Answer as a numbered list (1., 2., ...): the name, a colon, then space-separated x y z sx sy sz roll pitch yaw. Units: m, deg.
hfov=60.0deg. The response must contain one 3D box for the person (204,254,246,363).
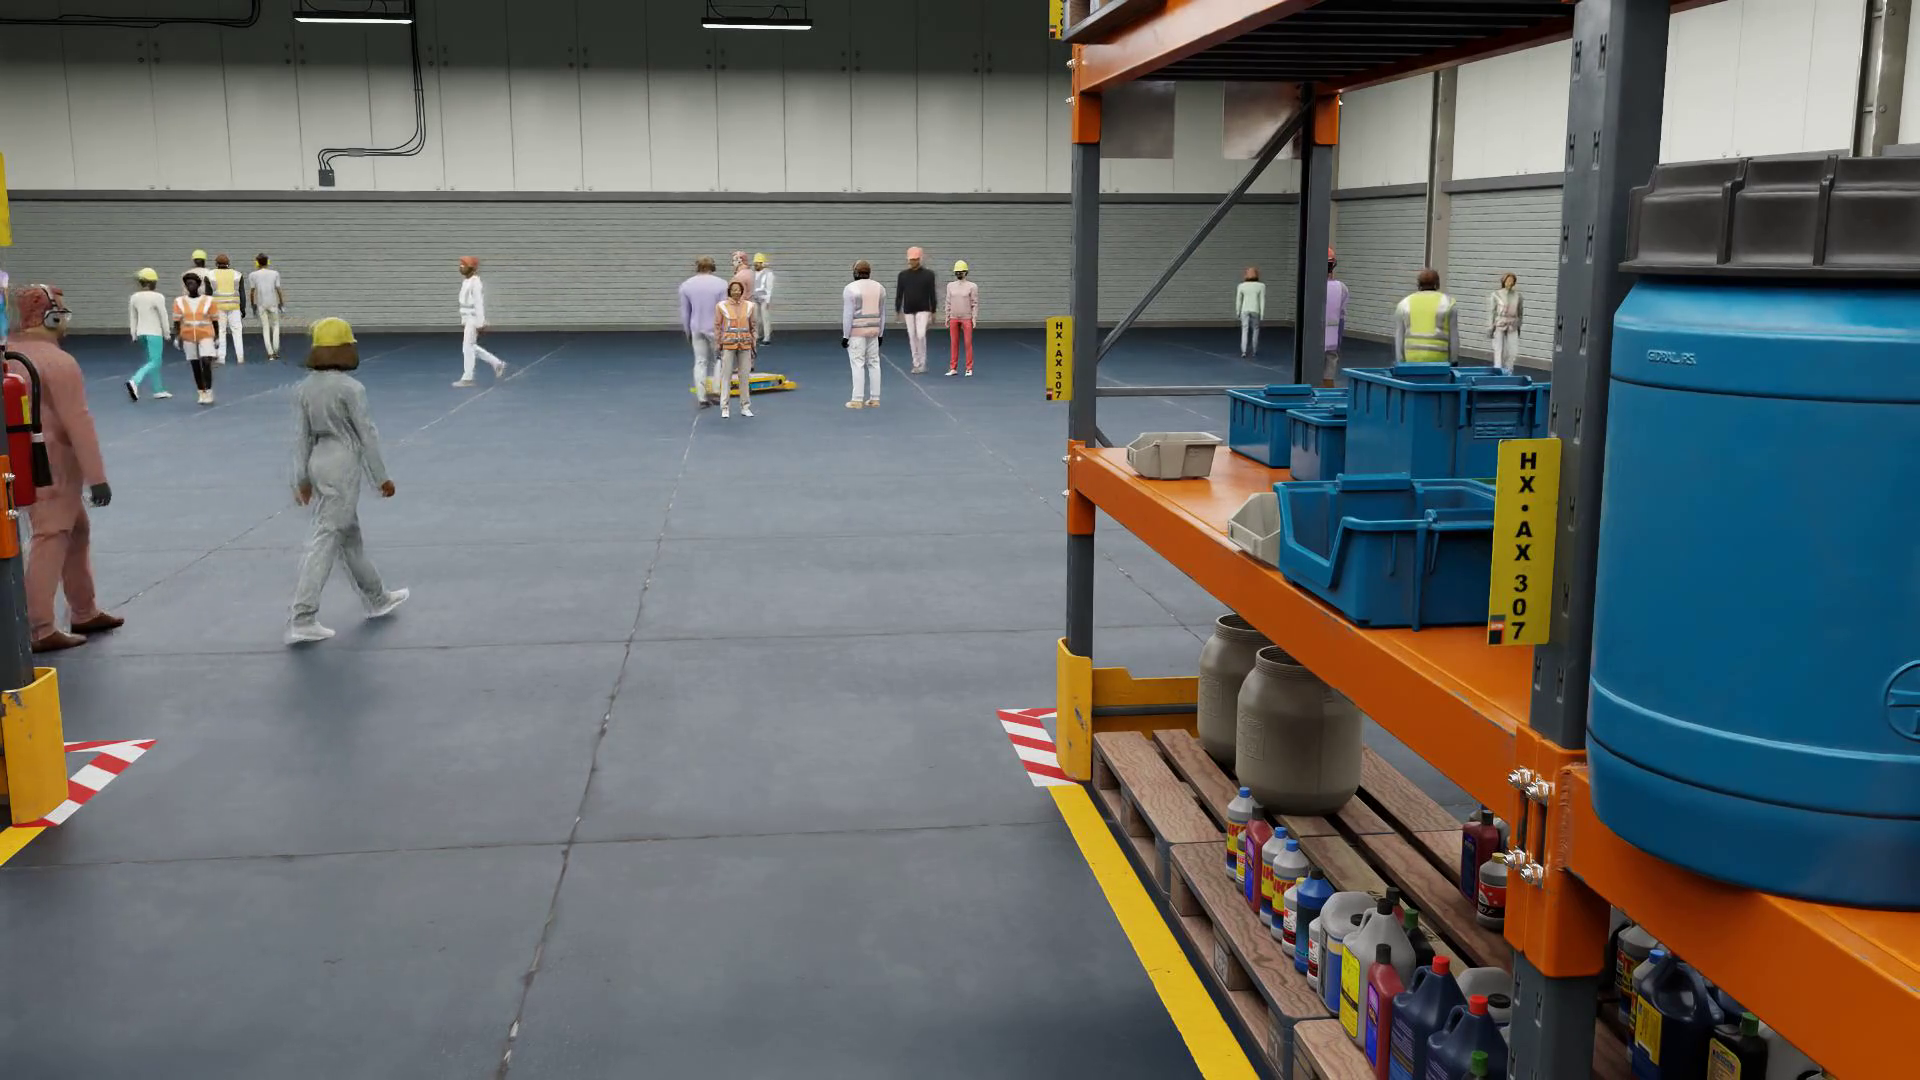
1. person: -12.420 -3.907 28.138 0.637 1.842 0.429 -6 12 -31

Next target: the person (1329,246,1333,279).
1. person: 6.745 -4.503 31.009 0.609 1.986 0.390 -8 13 -38

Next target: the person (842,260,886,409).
1. person: -1.221 -2.562 20.762 0.634 1.842 0.429 -9 14 -40

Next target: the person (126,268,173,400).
1. person: -10.621 -2.682 21.699 0.514 1.732 0.774 4 11 21

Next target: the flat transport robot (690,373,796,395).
1. flat transport robot: -2.965 -2.148 22.804 0.652 0.197 1.431 7 13 35

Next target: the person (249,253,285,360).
1. person: -12.128 -4.085 29.127 0.548 1.835 0.817 -4 11 -22

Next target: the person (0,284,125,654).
1. person: -4.622 -0.379 8.664 0.684 1.881 0.767 7 12 33

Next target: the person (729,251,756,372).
1. person: -3.445 -3.597 26.264 0.410 1.907 0.642 1 10 7

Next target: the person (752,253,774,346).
1. person: -3.902 -4.662 32.369 0.596 1.811 0.549 7 13 36

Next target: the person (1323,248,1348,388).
1. person: 3.684 -1.990 17.076 0.613 2.043 0.374 -8 13 -36

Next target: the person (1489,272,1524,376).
1. person: 7.794 -3.000 23.749 0.527 1.623 0.383 0 10 -2

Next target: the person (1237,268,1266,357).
1. person: 5.168 -4.048 29.616 0.515 1.586 0.865 3 11 17

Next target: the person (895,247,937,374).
1. person: -0.721 -3.559 25.868 0.639 1.969 0.675 3 11 17

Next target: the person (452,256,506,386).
1. person: -6.939 -3.135 23.845 0.717 1.866 0.585 -5 12 -26

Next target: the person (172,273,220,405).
1. person: -9.691 -2.537 21.074 0.547 1.664 0.696 -2 11 -13

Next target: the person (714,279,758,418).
1. person: -2.650 -2.263 19.684 0.522 1.636 0.310 -4 11 -23

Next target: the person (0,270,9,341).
1. person: -17.930 -4.381 30.833 0.573 1.813 0.832 -3 11 -16

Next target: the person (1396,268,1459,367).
1. person: 4.721 -1.850 16.913 0.639 1.821 0.627 7 12 33

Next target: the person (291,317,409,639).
1. person: -3.342 -0.344 8.990 0.484 1.696 0.916 6 12 31

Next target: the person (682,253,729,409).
1. person: -3.138 -2.594 20.712 0.646 1.918 0.526 2 11 12

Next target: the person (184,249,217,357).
1. person: -13.300 -4.135 29.185 0.605 1.909 0.681 1 10 8

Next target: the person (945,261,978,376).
1. person: 0.018 -3.393 25.526 0.524 1.769 0.315 4 11 20
